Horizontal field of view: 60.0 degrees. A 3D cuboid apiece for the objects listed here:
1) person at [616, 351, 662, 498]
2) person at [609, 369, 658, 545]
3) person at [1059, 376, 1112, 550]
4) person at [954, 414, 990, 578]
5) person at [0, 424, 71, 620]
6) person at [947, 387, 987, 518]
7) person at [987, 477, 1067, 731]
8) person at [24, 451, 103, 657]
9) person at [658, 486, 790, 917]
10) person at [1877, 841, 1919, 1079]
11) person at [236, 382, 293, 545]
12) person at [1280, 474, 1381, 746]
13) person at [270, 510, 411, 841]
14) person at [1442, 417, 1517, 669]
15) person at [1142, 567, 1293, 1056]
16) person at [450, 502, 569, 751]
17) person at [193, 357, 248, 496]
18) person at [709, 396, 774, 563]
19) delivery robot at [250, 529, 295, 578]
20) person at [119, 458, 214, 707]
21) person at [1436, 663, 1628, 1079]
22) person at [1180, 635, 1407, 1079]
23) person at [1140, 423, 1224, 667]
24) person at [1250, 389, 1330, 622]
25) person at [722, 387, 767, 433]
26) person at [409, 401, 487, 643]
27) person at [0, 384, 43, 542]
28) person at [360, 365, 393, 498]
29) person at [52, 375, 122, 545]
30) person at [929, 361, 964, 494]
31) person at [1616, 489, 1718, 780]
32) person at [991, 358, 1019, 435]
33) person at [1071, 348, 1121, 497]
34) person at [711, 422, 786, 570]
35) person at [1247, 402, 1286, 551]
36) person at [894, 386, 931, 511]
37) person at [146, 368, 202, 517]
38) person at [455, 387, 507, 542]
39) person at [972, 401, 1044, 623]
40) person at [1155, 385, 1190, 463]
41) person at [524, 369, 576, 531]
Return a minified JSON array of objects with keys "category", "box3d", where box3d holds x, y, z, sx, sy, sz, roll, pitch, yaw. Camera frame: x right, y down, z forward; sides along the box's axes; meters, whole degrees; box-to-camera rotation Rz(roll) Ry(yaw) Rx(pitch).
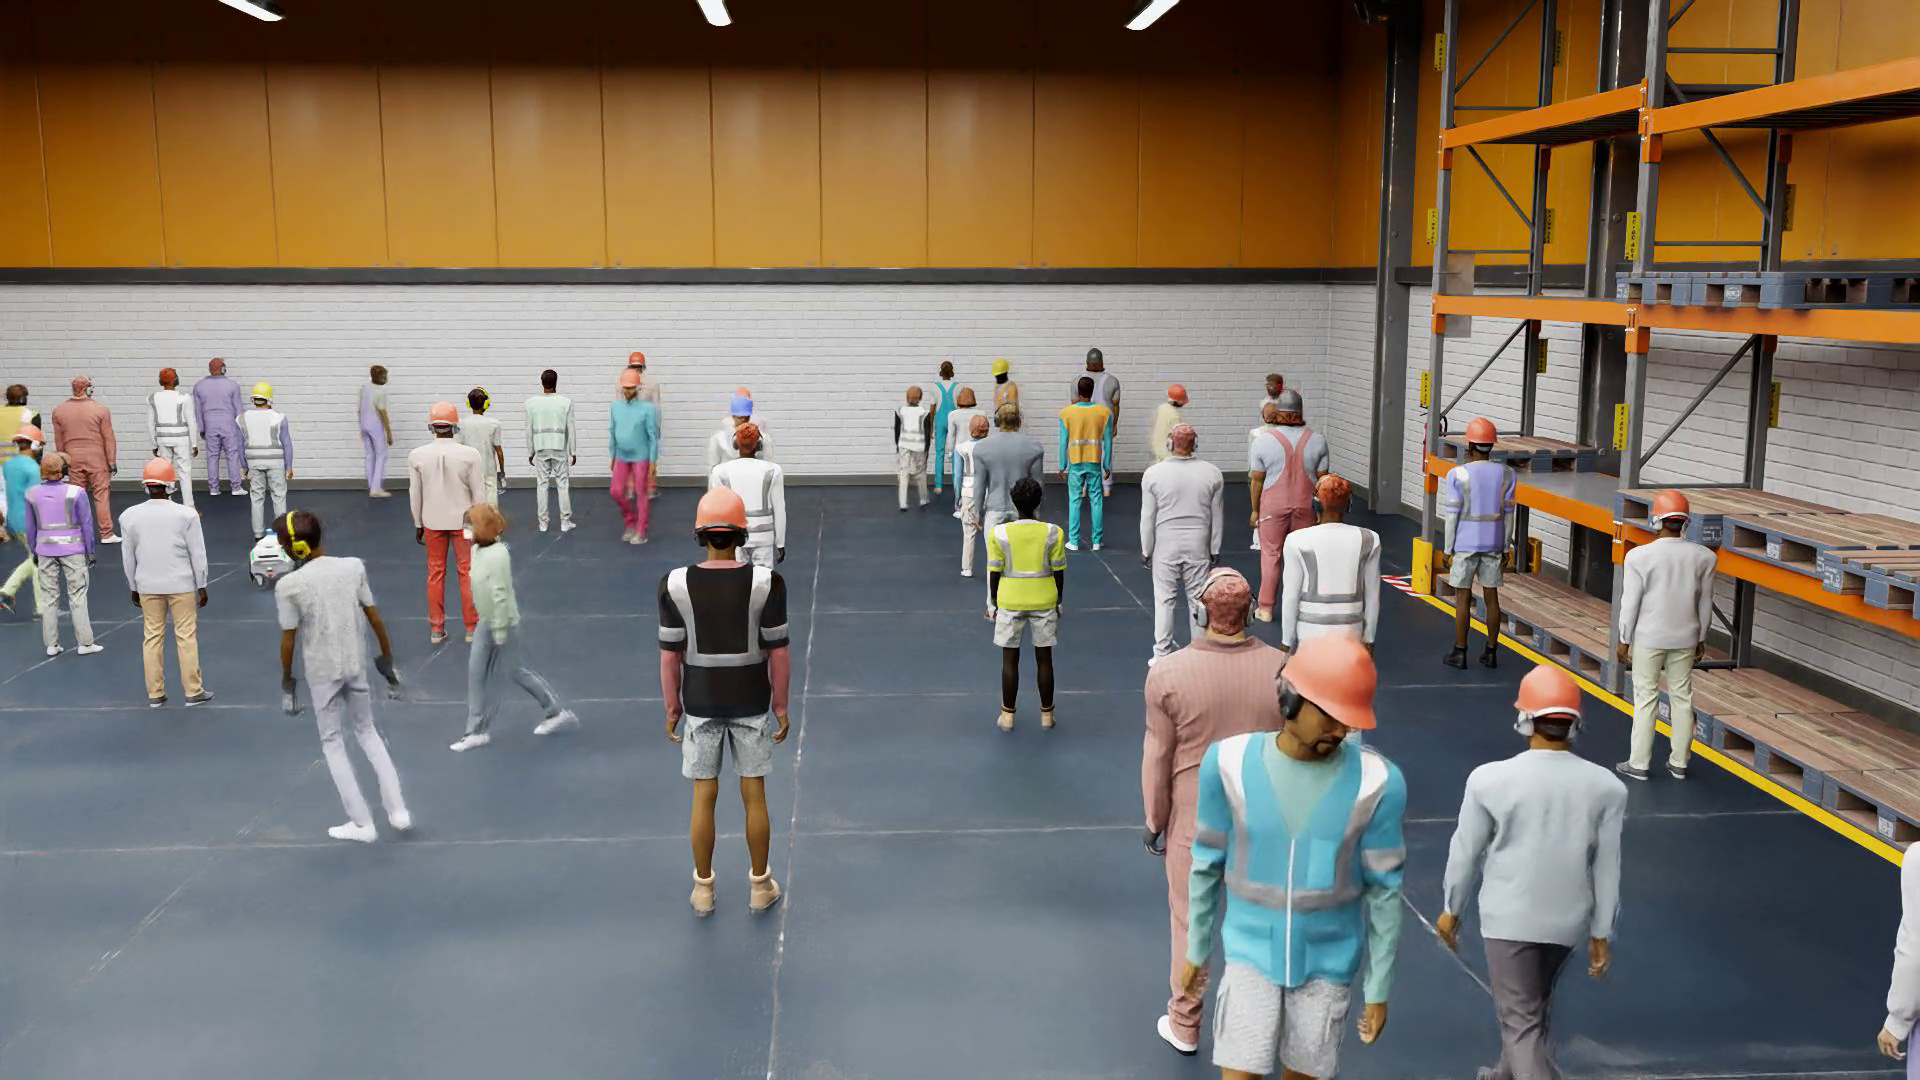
[{"category":"person","box3d":[-4.347,-1.554,22.554,0.612,1.997,0.375,-1,9,-4]},{"category":"person","box3d":[-3.662,-0.922,18.627,0.640,1.977,0.464,3,10,19]},{"category":"person","box3d":[1.377,-0.838,18.303,0.590,1.919,0.391,-1,9,-4]},{"category":"person","box3d":[0.194,-0.431,16.622,0.515,1.641,0.309,-1,9,-4]},{"category":"person","box3d":[-8.153,-0.147,14.555,0.589,1.727,0.468,6,11,34]},{"category":"person","box3d":[0.092,-1.086,20.740,0.500,1.636,0.280,-1,9,-4]},{"category":"person","box3d":[0.441,0.429,11.034,0.536,1.700,0.318,-1,9,-4]},{"category":"person","box3d":[-7.119,0.116,13.187,0.515,1.641,0.309,-1,9,-4]},{"category":"person","box3d":[-1.102,0.763,7.847,0.608,2.048,0.370,-1,9,-4]},{"category":"person","box3d":[2.938,1.384,4.833,0.526,1.768,0.315,-1,9,-4]},{"category":"person","box3d":[-7.772,-0.852,18.657,0.591,1.833,0.403,-1,9,-4]},{"category":"person","box3d":[2.146,0.559,9.656,0.581,1.881,0.339,-1,9,-4]},{"category":"person","box3d":[-3.290,0.725,8.814,0.359,1.813,0.634,9,13,43]},{"category":"person","box3d":[3.970,0.030,12.778,0.545,1.942,0.353,-1,9,-4]},{"category":"person","box3d":[1.014,1.053,6.455,0.641,1.913,0.407,-1,9,-4]},{"category":"person","box3d":[-2.928,0.529,10.716,0.753,1.598,0.500,-8,12,-42]},{"category":"person","box3d":[-10.103,-1.543,22.766,0.641,1.908,0.407,-1,9,-4]},{"category":"person","box3d":[-2.049,-0.423,15.776,0.627,1.898,0.993,-3,10,-21]},{"category":"delivery robot","box3d":[-6.678,0.134,16.177,0.477,0.478,0.707,-2,9,-15]},{"category":"person","box3d":[-5.555,0.299,11.668,0.564,1.755,0.323,-1,9,-4]},{"category":"person","box3d":[1.966,1.273,5.687,0.556,1.716,0.879,-1,9,-9]},{"category":"person","box3d":[0.966,1.253,4.911,0.658,2.001,0.480,3,9,15]},{"category":"person","box3d":[1.686,0.058,12.716,0.641,1.908,0.407,-1,9,-4]},{"category":"person","box3d":[2.848,-0.304,14.568,0.682,2.000,0.537,-1,9,-4]},{"category":"person","box3d":[-2.522,-0.944,19.598,0.574,1.720,0.841,-4,10,-22]},{"category":"person","box3d":[-4.199,-0.143,13.693,0.612,1.997,0.375,-1,9,-4]},{"category":"person","box3d":[-10.795,-0.885,19.008,0.642,1.797,0.981,0,9,0]},{"category":"person","box3d":[-7.981,-1.464,22.608,0.553,1.812,0.413,6,11,31]},{"category":"person","box3d":[-9.777,-0.889,18.663,0.641,1.908,0.407,-1,9,-4]},{"category":"person","box3d":[-0.179,-1.557,23.045,0.506,1.846,0.345,-1,9,-4]},{"category":"person","box3d":[4.217,0.569,9.985,0.564,1.751,0.330,-1,9,-4]},{"category":"person","box3d":[0.595,-1.576,23.002,0.495,1.892,0.642,-4,10,-24]},{"category":"person","box3d":[1.833,-1.610,22.766,0.682,2.000,0.537,-1,9,-4]},{"category":"person","box3d":[-1.648,0.018,13.038,0.575,1.883,0.355,-1,9,-4]},{"category":"person","box3d":[3.399,-0.687,18.225,0.515,1.641,0.309,-1,9,-4]},{"category":"person","box3d":[-0.617,-1.183,21.483,0.524,1.598,0.864,2,9,13]},{"category":"person","box3d":[-9.754,-1.194,20.645,0.575,1.884,0.355,-1,9,-4]},{"category":"person","box3d":[-4.978,-0.654,17.302,0.515,1.872,0.328,-1,9,-4]},{"category":"person","box3d":[0.418,-0.239,14.481,0.630,1.940,0.372,-1,9,-4]},{"category":"person","box3d":[2.578,-1.075,20.490,0.329,1.700,0.649,-3,9,-15]},{"category":"person","box3d":[-4.835,-1.058,19.684,0.590,1.919,0.391,-1,9,-4]}]
